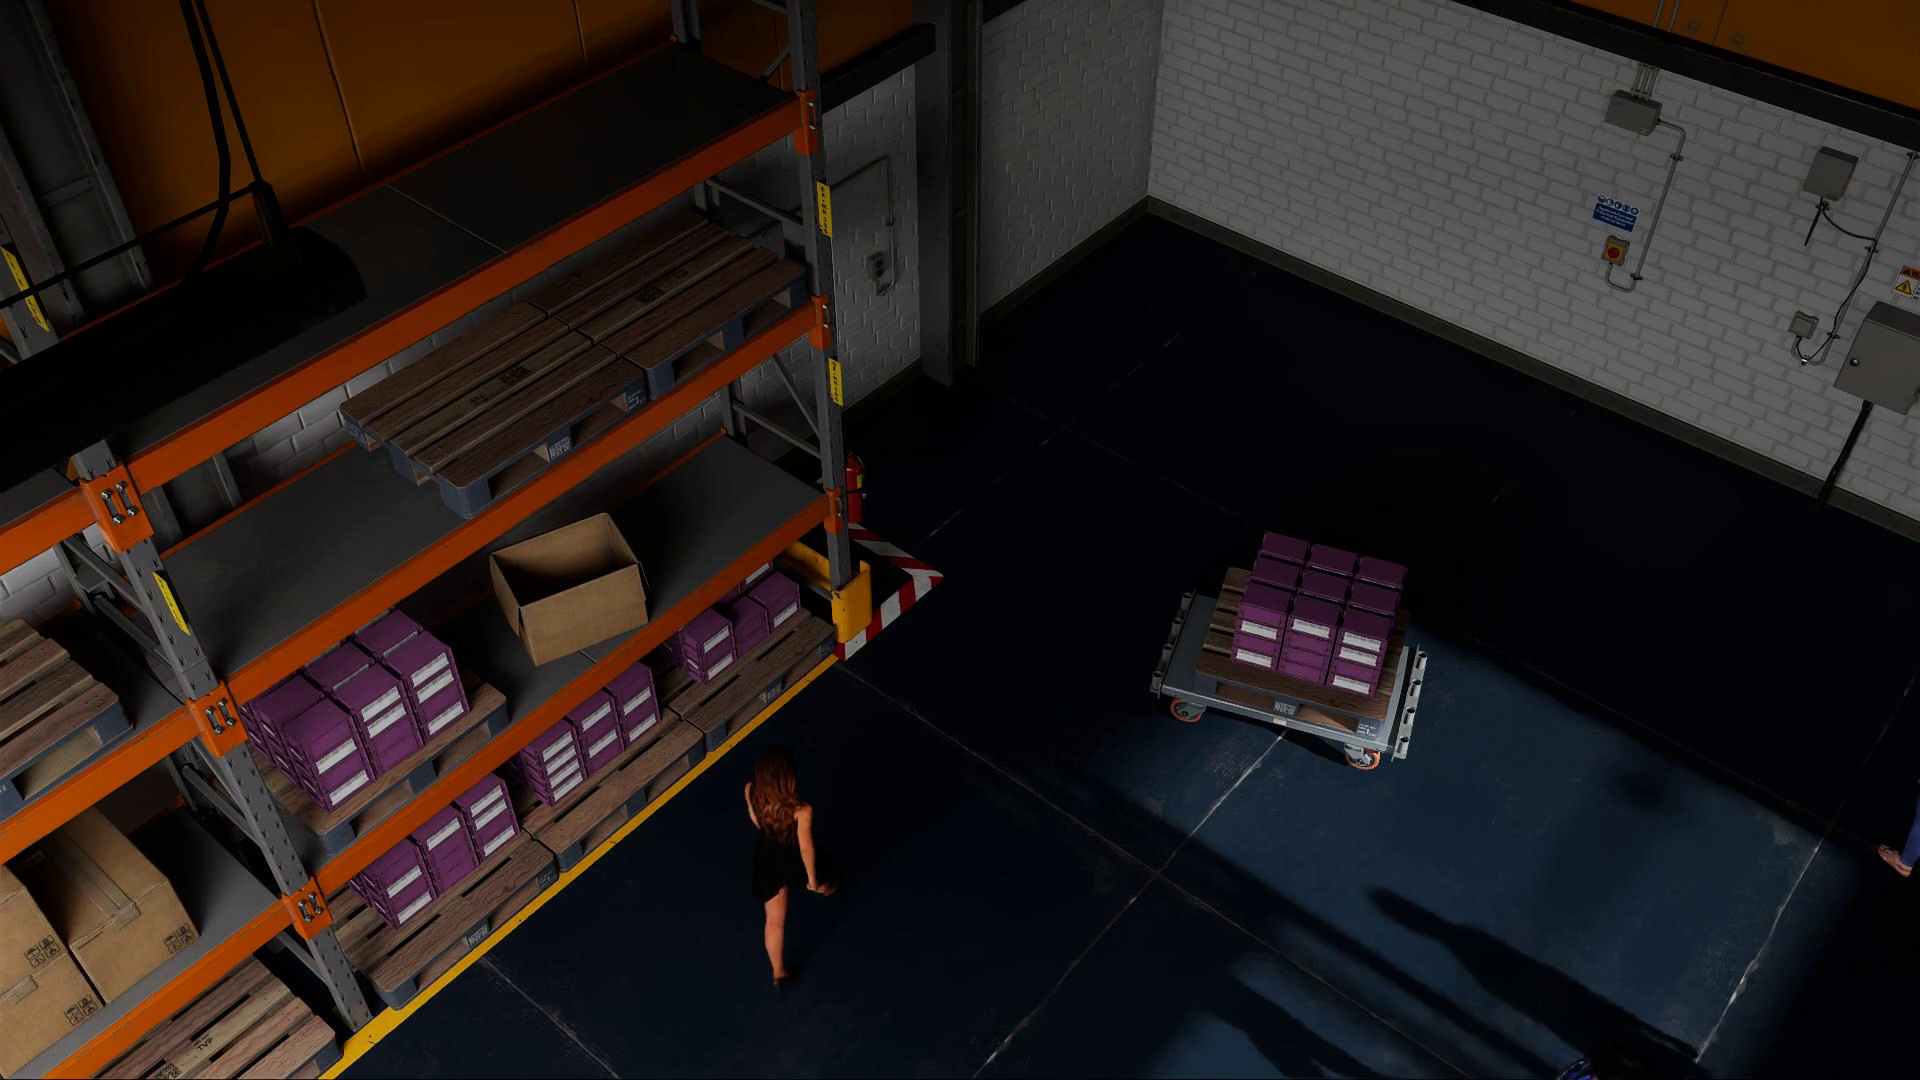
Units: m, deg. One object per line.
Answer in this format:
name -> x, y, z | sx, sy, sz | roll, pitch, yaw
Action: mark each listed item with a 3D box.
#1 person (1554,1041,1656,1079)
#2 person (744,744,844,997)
person -> 3.073, 2.871, 8.021 | 1.039, 1.595, 0.919 | -13, 45, -13
person -> -0.986, 1.829, 8.966 | 0.836, 1.801, 1.156 | 15, 46, 15
